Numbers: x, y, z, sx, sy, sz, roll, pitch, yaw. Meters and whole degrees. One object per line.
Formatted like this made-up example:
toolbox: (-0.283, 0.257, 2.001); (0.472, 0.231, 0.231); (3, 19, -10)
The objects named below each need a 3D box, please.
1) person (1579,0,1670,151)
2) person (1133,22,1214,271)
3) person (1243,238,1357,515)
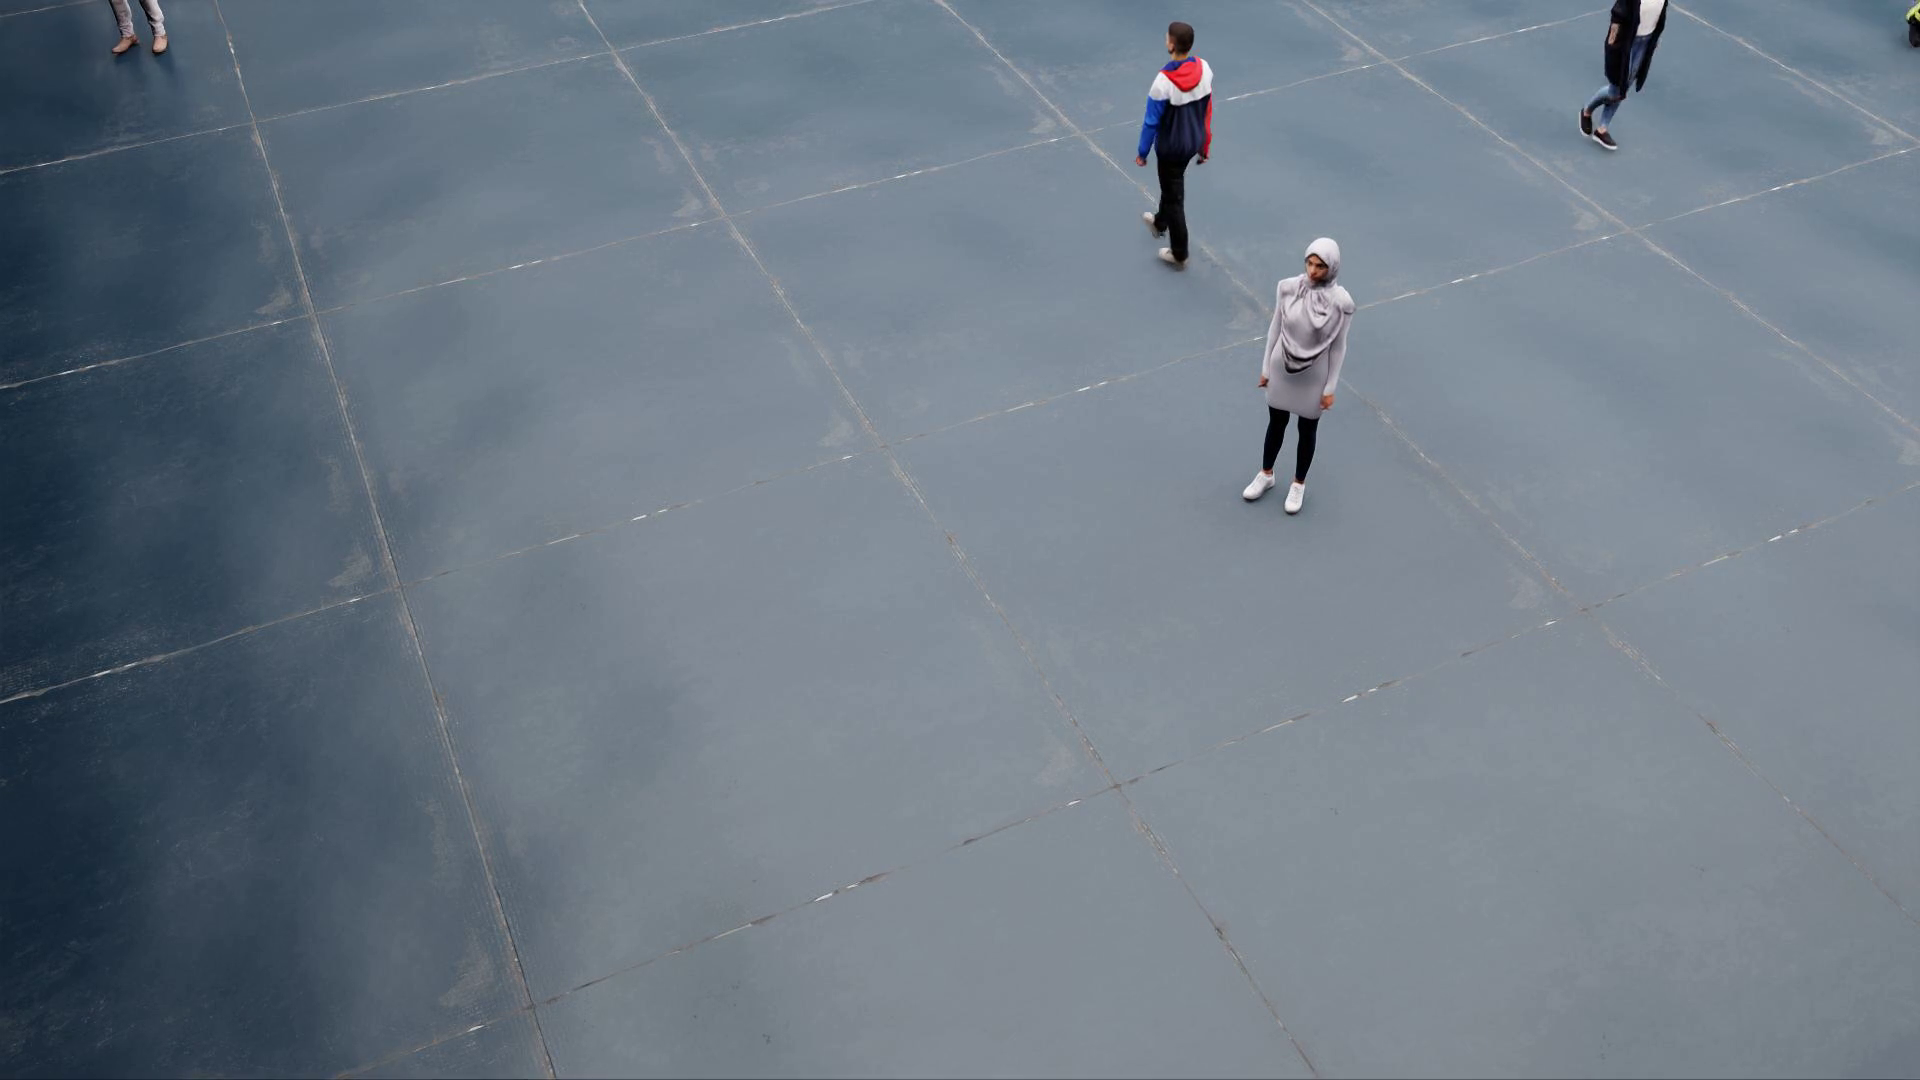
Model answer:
person: (5.068, -3.831, 12.728); (0.605, 1.675, 0.692); (-16, 45, -17)
person: (1.544, -2.655, 11.391); (0.712, 1.733, 0.932); (-21, 46, -22)
person: (1.941, -0.938, 9.469); (0.652, 1.775, 0.749); (21, 46, 22)
